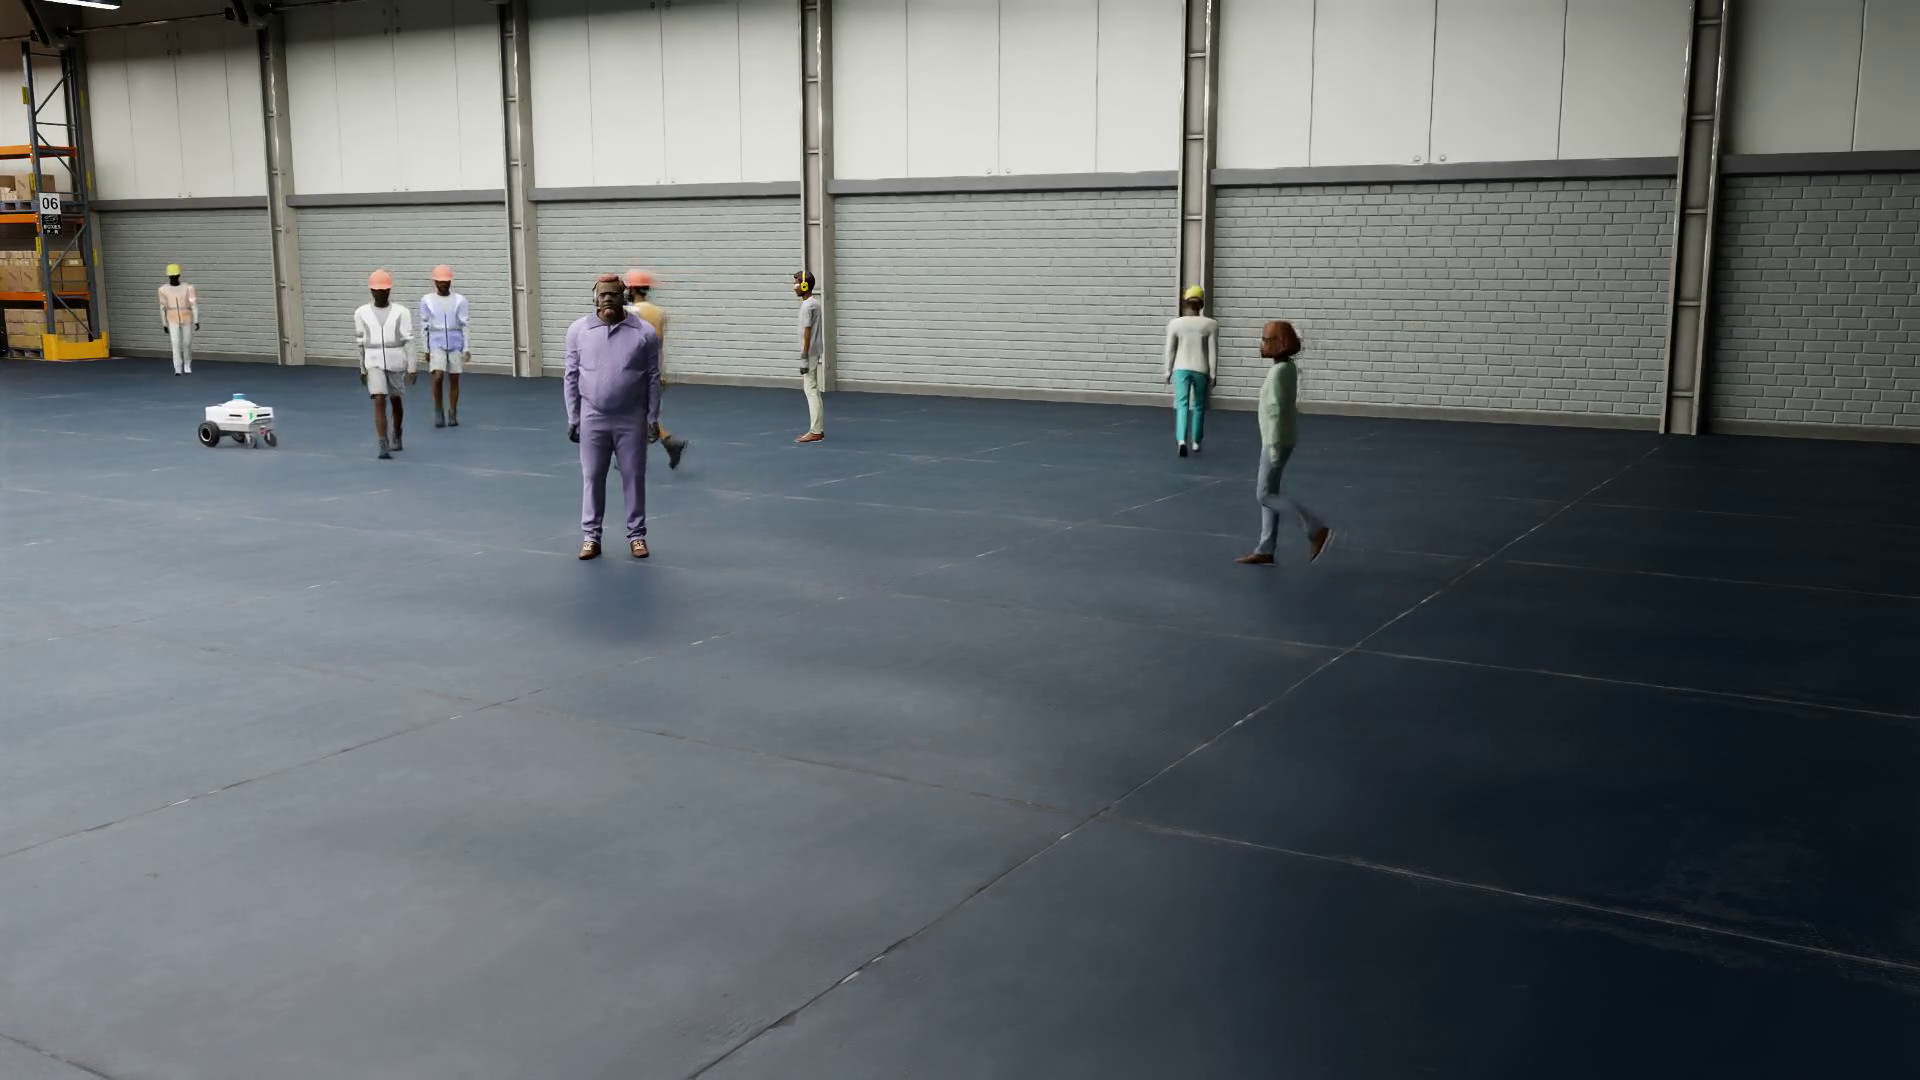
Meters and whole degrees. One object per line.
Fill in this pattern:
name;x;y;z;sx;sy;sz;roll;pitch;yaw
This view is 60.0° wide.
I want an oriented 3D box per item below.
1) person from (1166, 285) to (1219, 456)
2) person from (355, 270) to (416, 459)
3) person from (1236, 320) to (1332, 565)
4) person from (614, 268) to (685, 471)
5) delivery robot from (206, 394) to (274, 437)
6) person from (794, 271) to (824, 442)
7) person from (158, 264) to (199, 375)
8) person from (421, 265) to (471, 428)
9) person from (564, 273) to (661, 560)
person;2.362;-1.730;16.978;0.530;1.732;0.873;2;10;10
person;-5.837;-1.797;16.934;0.559;1.892;1.013;-3;10;-17
person;2.110;-0.610;10.761;0.565;1.618;0.504;4;10;21
person;-2.912;-1.566;15.475;0.742;1.921;0.560;4;11;23
delivery robot;-7.669;-1.315;17.706;0.707;0.478;0.477;4;11;24
person;-1.653;-2.000;18.184;0.311;1.864;0.513;0;10;1
person;-13.405;-3.787;28.564;0.597;1.890;0.951;-4;11;-23
person;-6.056;-2.279;19.638;0.546;1.913;0.657;-3;10;-19
person;-2.321;-0.820;11.128;0.636;1.911;0.405;-1;10;-9
